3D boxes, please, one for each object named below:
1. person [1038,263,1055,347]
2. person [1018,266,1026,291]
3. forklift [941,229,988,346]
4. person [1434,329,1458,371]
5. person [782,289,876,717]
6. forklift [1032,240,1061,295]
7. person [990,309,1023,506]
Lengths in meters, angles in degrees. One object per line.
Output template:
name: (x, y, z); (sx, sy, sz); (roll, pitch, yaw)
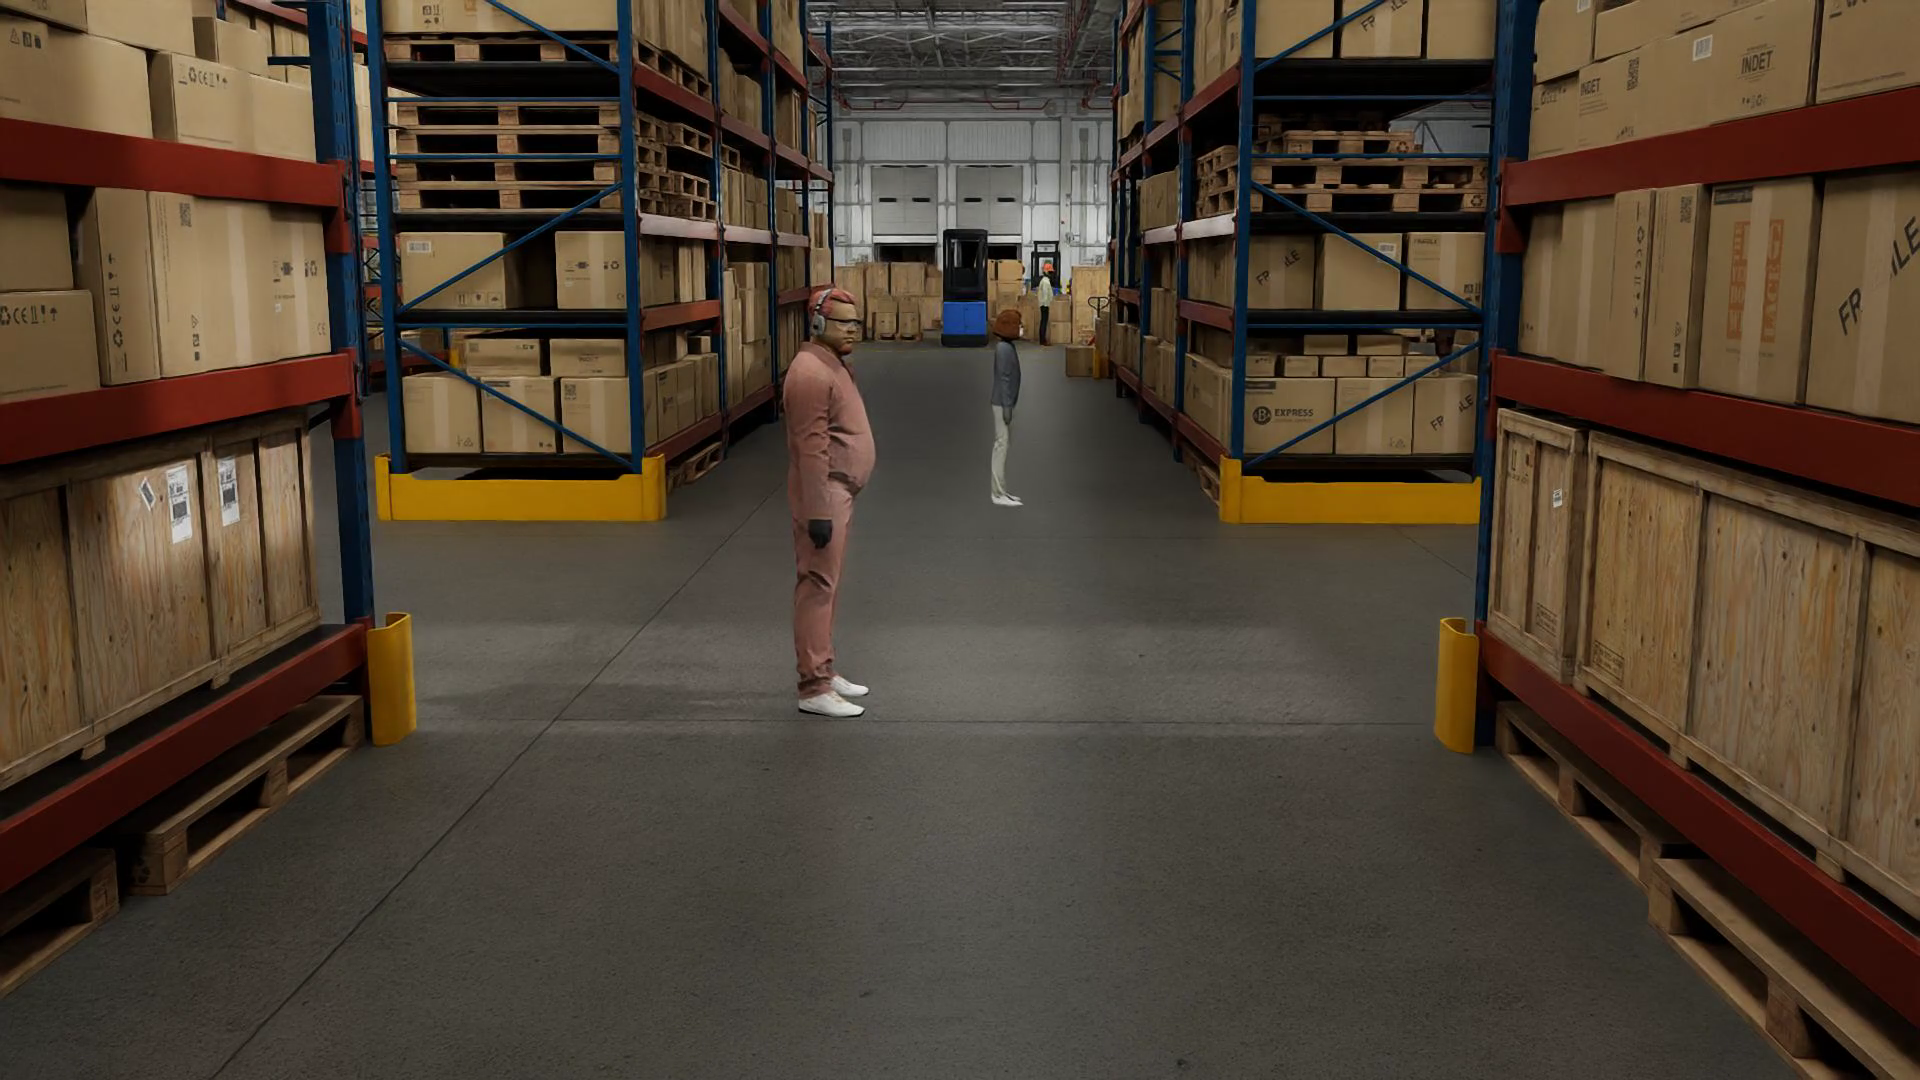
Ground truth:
person: (2.079, -5.646, 40.028); (0.392, 1.995, 0.612); (1, 9, 3)
person: (2.388, -9.704, 64.673); (0.360, 1.882, 0.575); (1, 9, 3)
forklift: (0.124, -6.117, 40.203); (1.129, 2.768, 1.873); (0, 9, 1)
person: (7.403, -3.136, 25.257); (0.399, 1.910, 0.643); (1, 9, 3)
person: (-0.580, -0.172, 7.517); (0.399, 1.905, 0.643); (1, 9, 3)
forklift: (3.172, -9.648, 61.356); (1.129, 2.768, 1.873); (0, 9, 1)
person: (0.392, -1.104, 13.899); (0.285, 1.633, 0.501); (1, 9, 3)
